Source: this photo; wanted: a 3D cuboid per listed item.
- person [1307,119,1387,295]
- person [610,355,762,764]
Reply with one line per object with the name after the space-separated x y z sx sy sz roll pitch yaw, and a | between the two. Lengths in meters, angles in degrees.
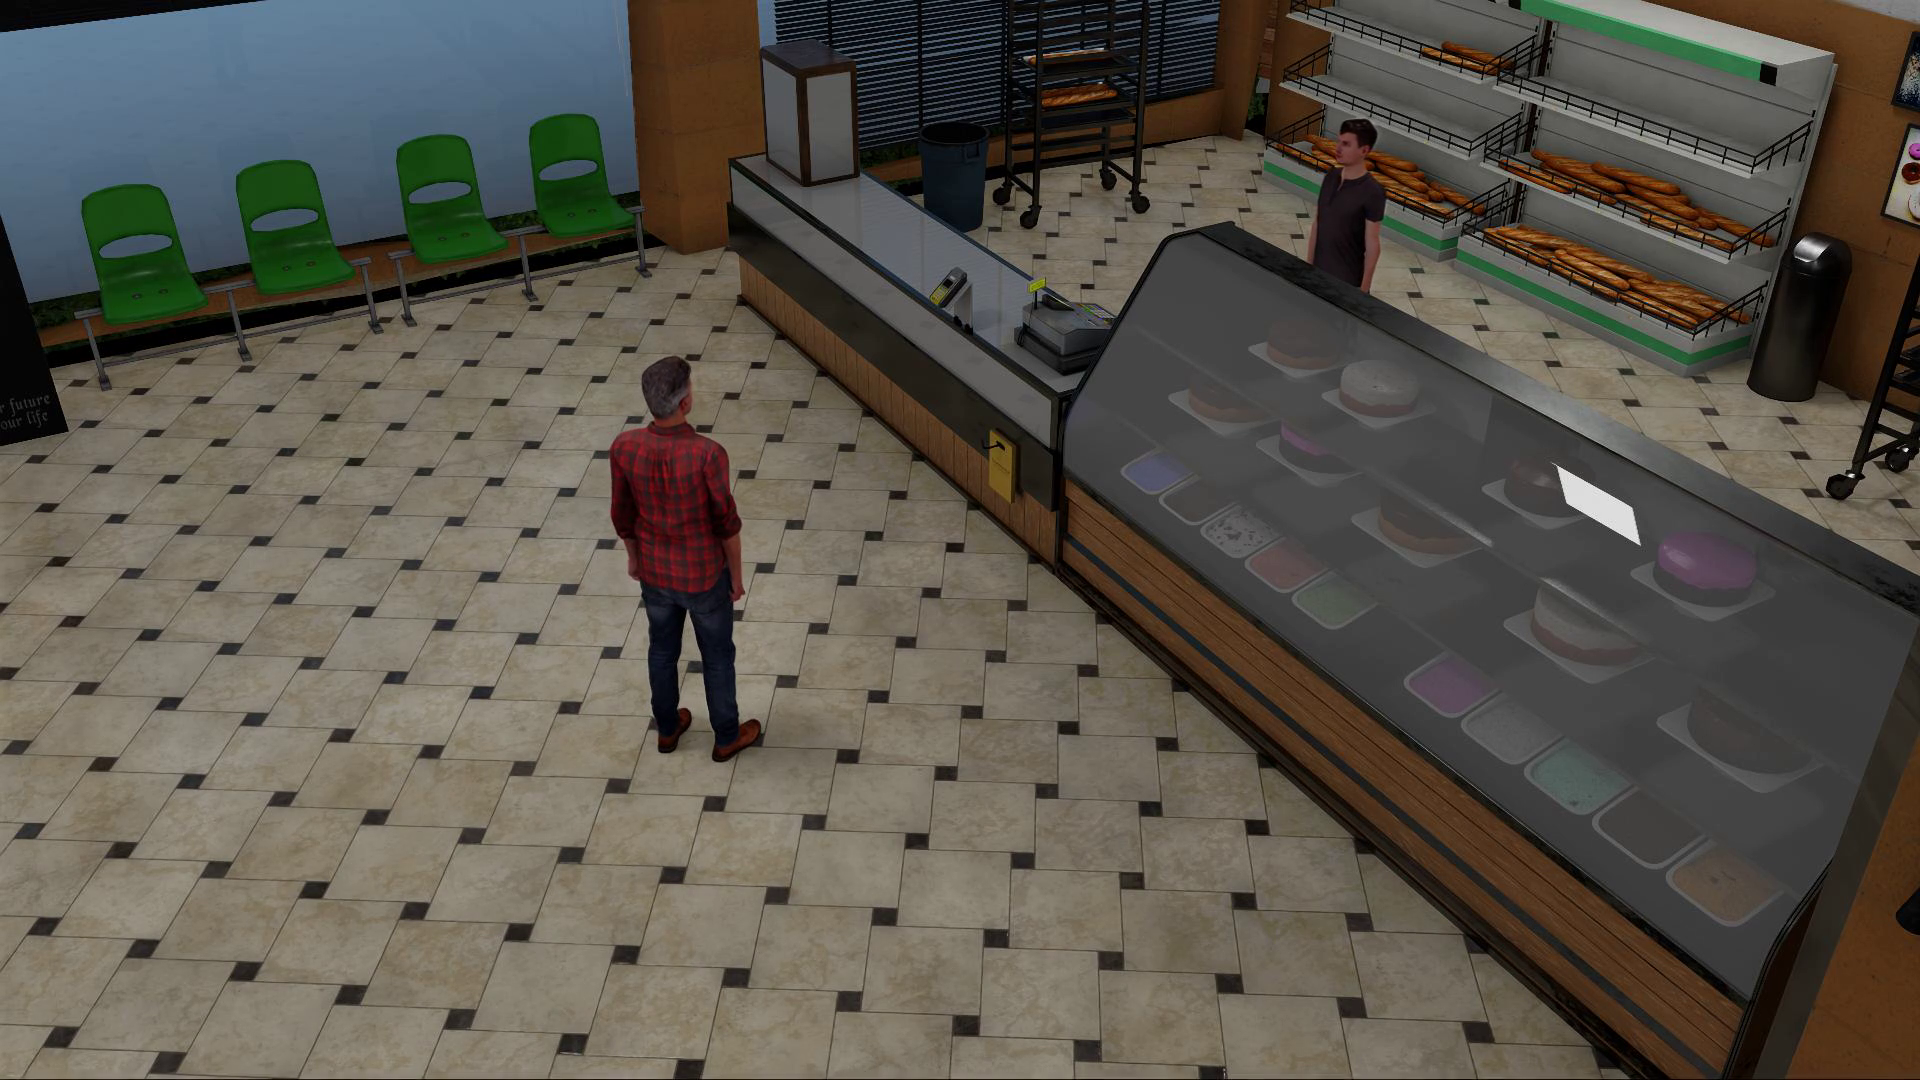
2.134 -1.452 9.326 0.514 1.851 0.648 -17 36 -25 | person
-1.145 0.100 6.854 0.753 1.829 0.806 9 33 14 | person
